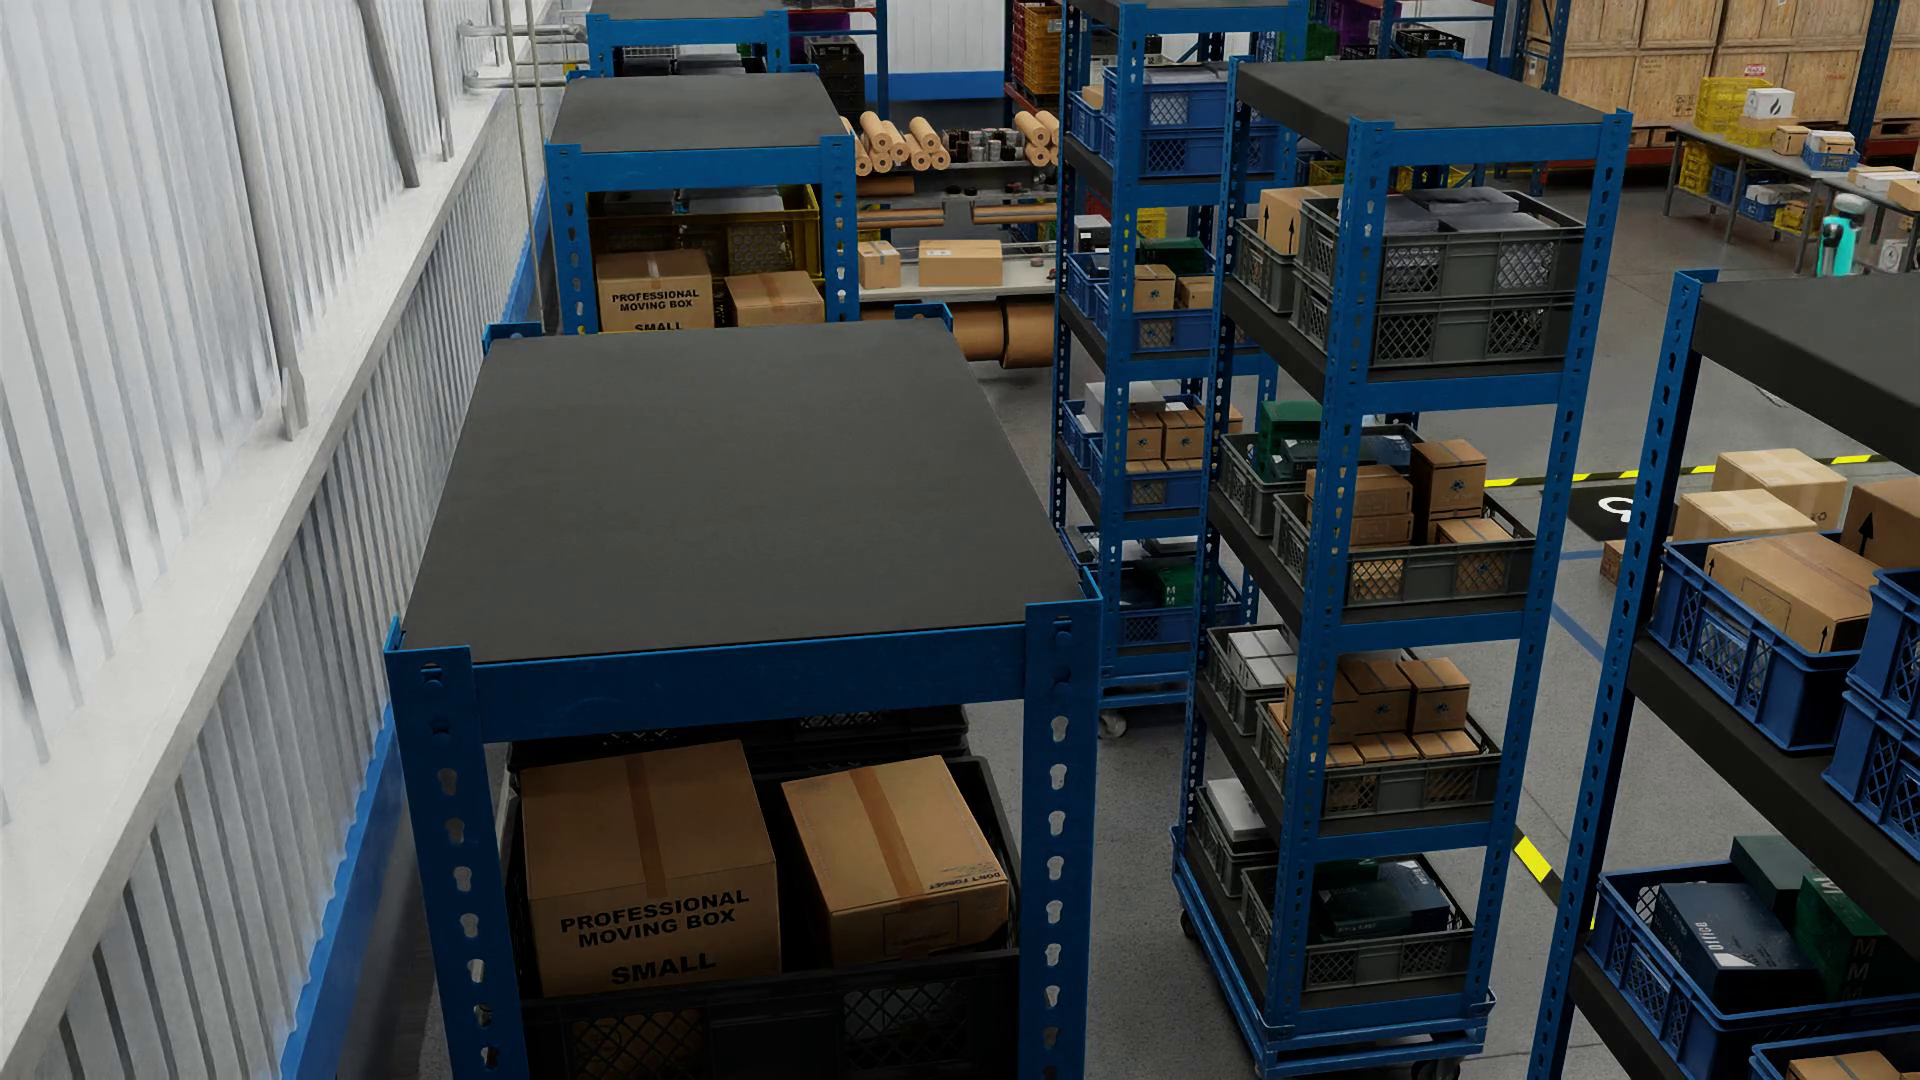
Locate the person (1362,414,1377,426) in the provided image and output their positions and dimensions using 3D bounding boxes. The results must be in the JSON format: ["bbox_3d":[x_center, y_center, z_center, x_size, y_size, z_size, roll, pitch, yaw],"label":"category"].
[{"bbox_3d":[1.809,0.185,8.002,0.588,1.852,0.371,-2,25,-5],"label":"person"}]

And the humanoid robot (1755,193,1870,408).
[{"bbox_3d":[6.448,-1.618,12.067,1.041,1.737,0.554,18,30,34],"label":"humanoid robot"}]
